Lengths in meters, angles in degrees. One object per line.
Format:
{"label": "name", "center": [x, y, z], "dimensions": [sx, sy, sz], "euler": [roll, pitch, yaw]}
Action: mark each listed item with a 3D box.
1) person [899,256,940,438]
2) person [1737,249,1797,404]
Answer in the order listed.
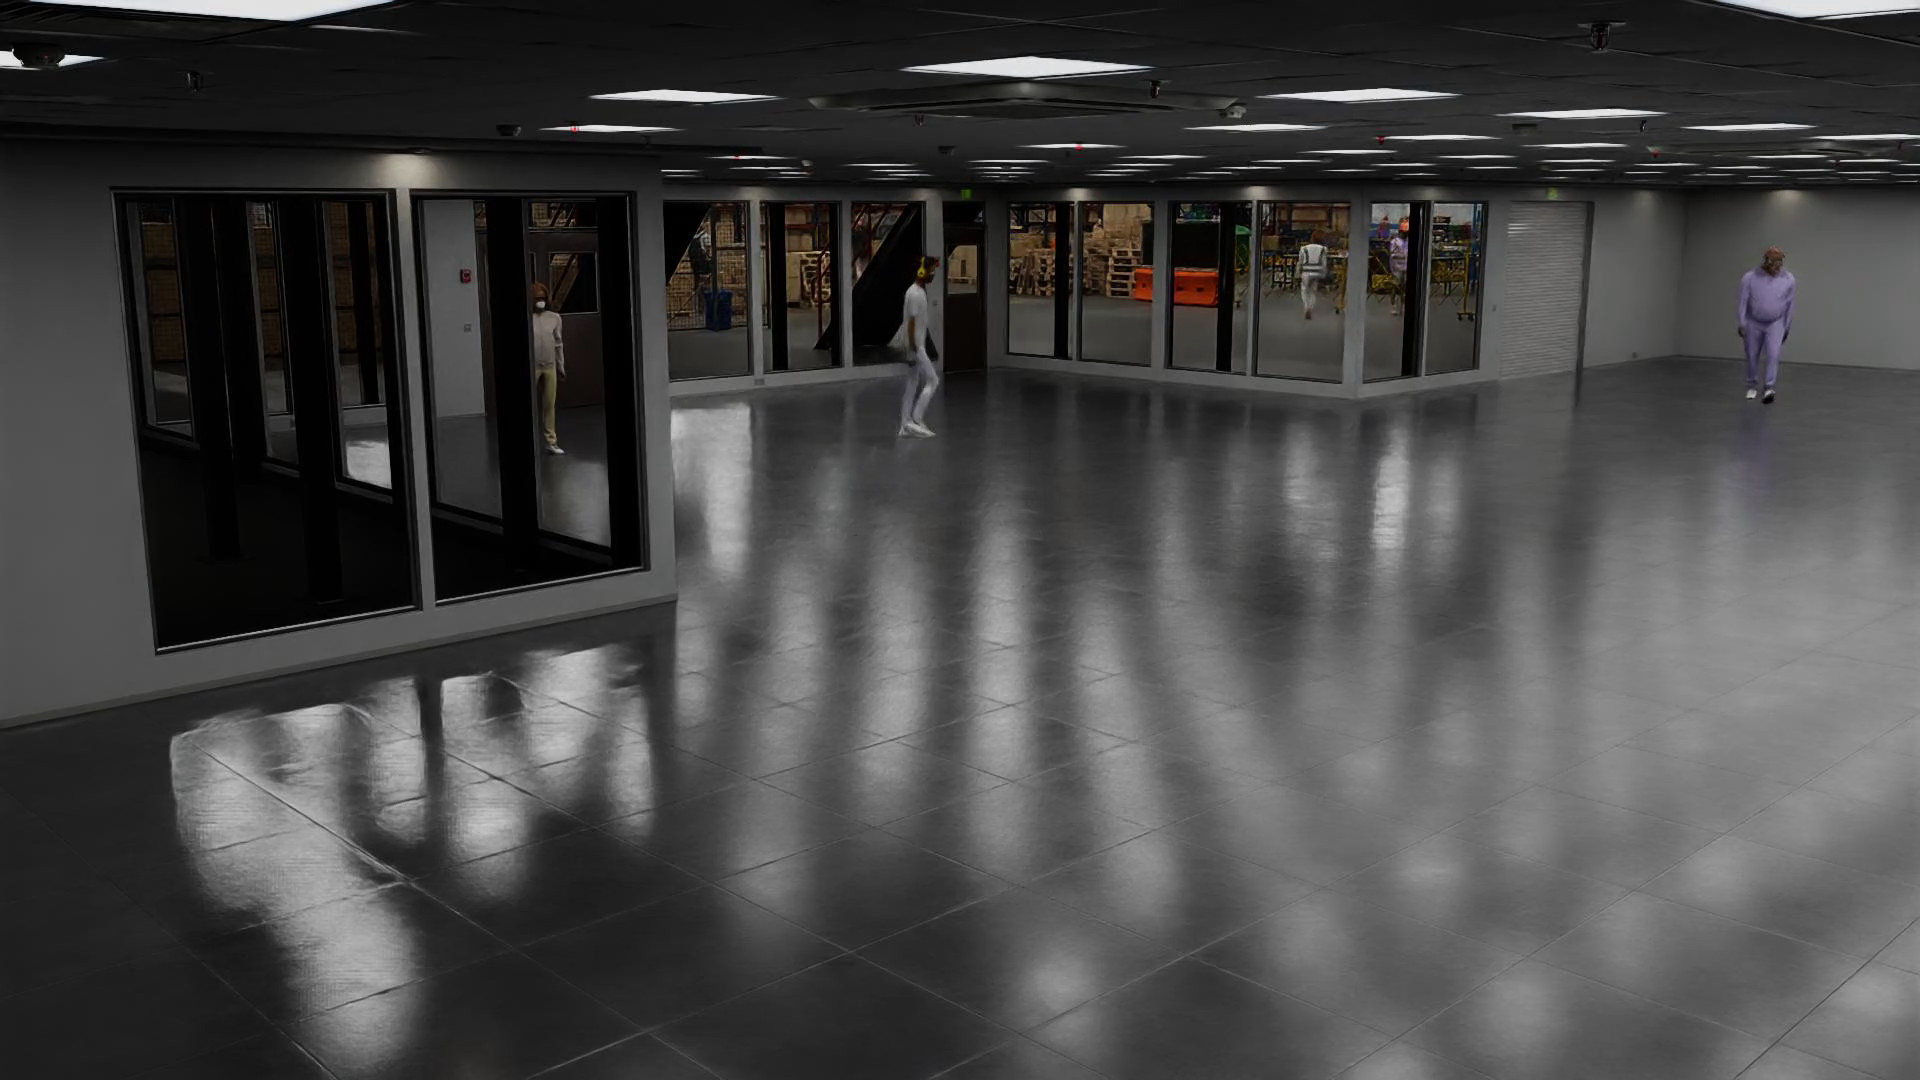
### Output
{"label": "person", "center": [-0.398, -1.952, 16.904], "dimensions": [0.519, 1.844, 0.504], "euler": [-1, 11, -4]}
{"label": "person", "center": [9.695, -2.578, 20.044], "dimensions": [0.632, 1.841, 1.032], "euler": [5, 12, 23]}
